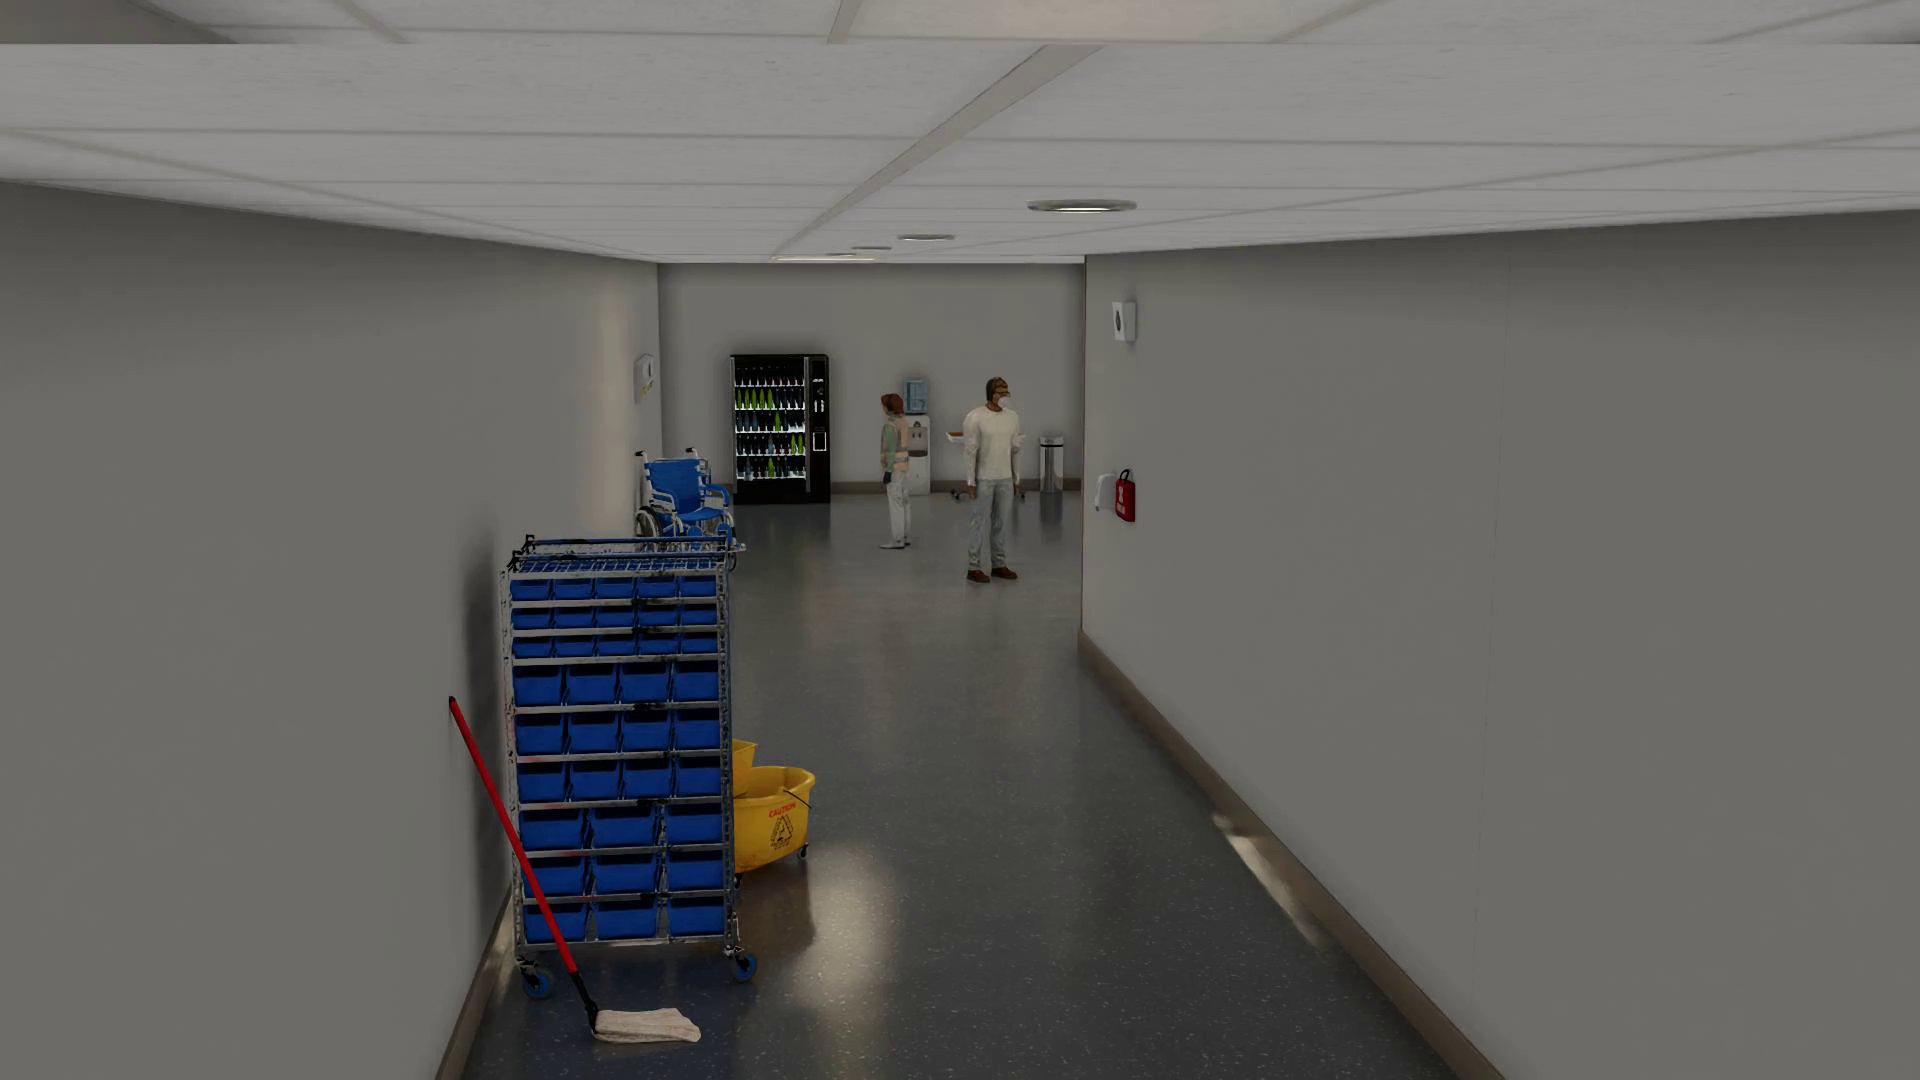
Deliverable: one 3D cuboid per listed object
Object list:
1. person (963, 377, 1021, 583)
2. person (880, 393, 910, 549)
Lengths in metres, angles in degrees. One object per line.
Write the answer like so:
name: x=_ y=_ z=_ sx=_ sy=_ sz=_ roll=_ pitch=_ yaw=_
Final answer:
person: x=0.305 y=-0.565 z=15.603 sx=0.628 sy=1.932 sz=0.371 roll=-6 pitch=11 yaw=-35
person: x=-0.682 y=-0.724 z=17.499 sx=0.310 sy=1.636 sz=0.523 roll=3 pitch=9 yaw=16
